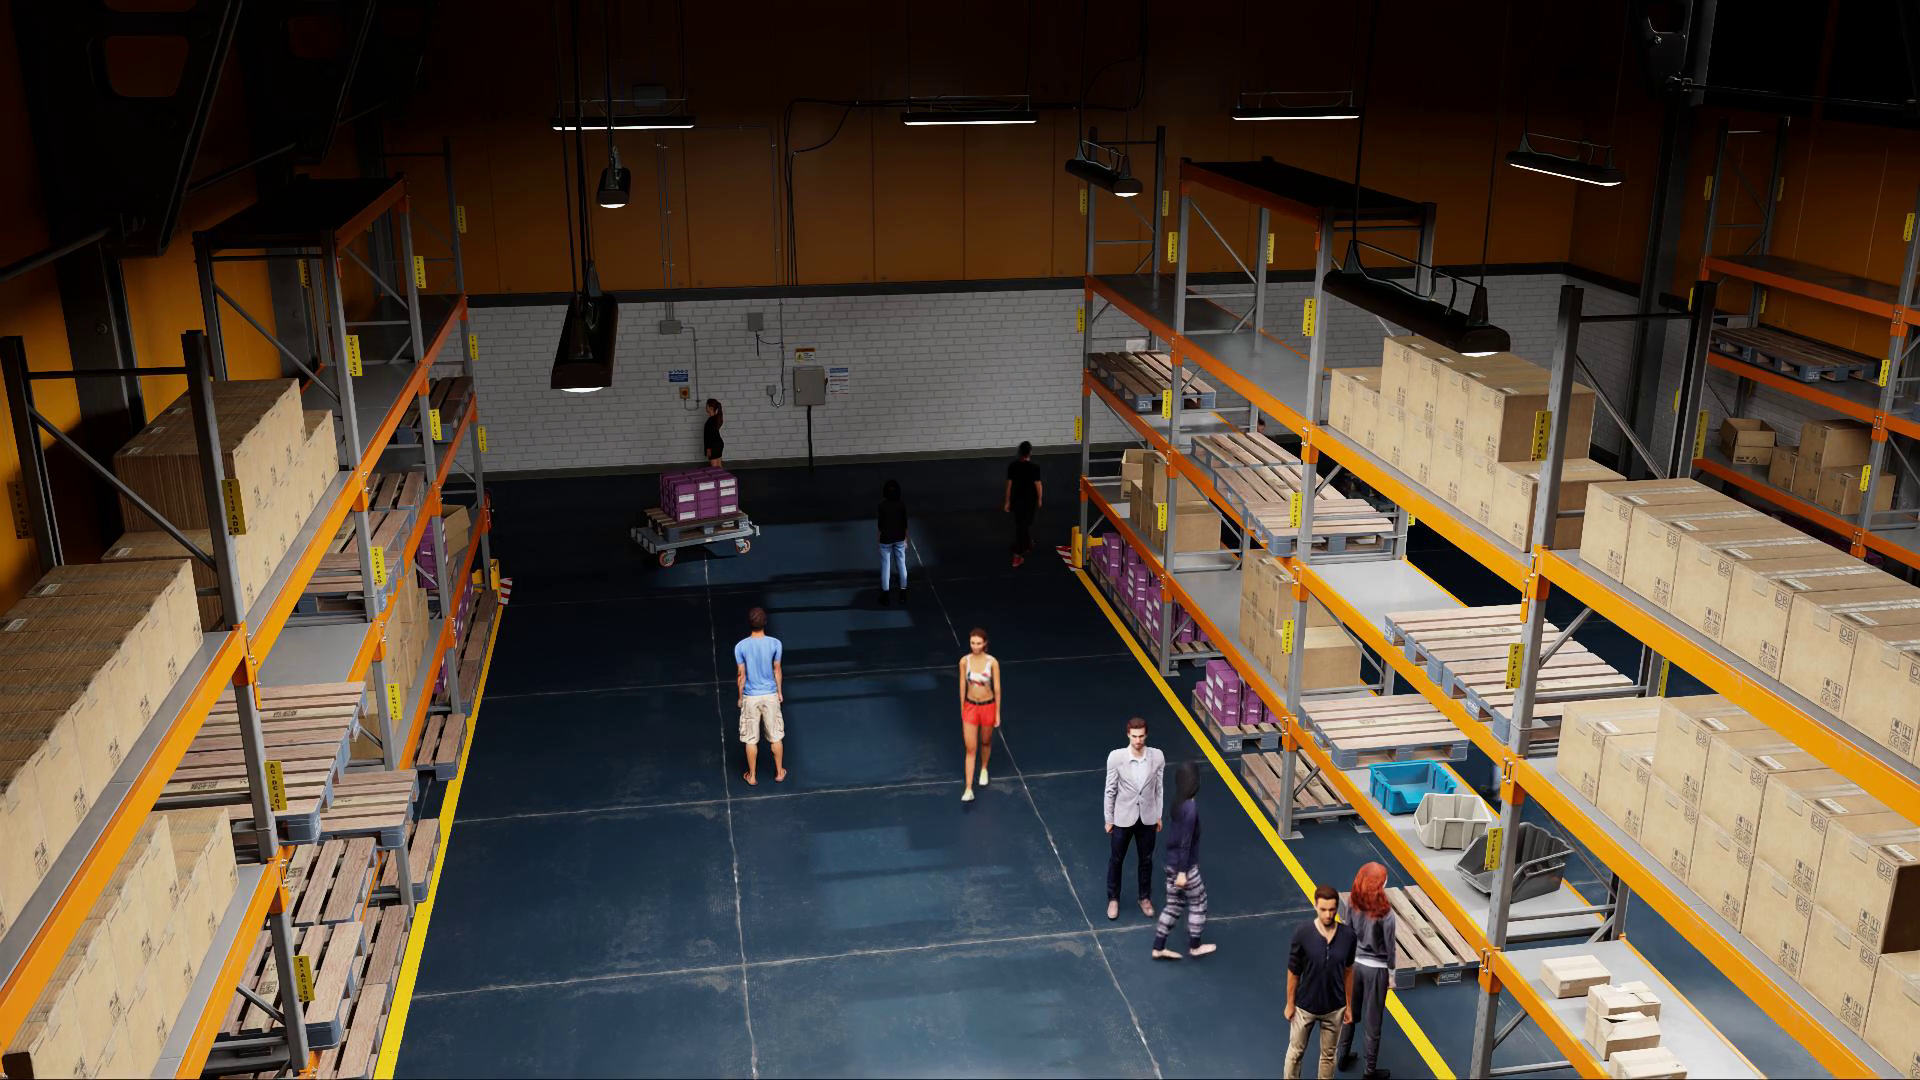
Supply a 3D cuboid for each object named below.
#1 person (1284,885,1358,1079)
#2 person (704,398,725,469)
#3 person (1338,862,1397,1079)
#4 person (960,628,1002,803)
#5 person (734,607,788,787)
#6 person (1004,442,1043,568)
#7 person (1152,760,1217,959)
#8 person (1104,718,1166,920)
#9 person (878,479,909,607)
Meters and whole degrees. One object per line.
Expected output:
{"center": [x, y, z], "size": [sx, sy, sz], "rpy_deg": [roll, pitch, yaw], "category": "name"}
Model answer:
{"center": [2.542, 3.275, 11.796], "size": [0.663, 1.859, 0.576], "rpy_deg": [0, 19, 0], "category": "person"}
{"center": [-3.896, -1.502, 26.457], "size": [0.668, 1.556, 0.590], "rpy_deg": [5, 19, 15], "category": "person"}
{"center": [2.998, 3.165, 12.248], "size": [0.715, 1.780, 0.612], "rpy_deg": [-16, 24, -39], "category": "person"}
{"center": [0.225, 1.687, 16.679], "size": [0.830, 1.753, 1.152], "rpy_deg": [2, 19, 7], "category": "person"}
{"center": [-2.024, 1.576, 16.837], "size": [0.662, 1.862, 0.564], "rpy_deg": [-5, 19, -14], "category": "person"}
{"center": [0.862, -0.463, 23.128], "size": [1.051, 1.711, 1.185], "rpy_deg": [9, 21, 26], "category": "person"}
{"center": [1.786, 2.707, 13.778], "size": [0.759, 1.672, 0.717], "rpy_deg": [-1, 19, -2], "category": "person"}
{"center": [1.514, 2.387, 14.445], "size": [0.692, 1.852, 0.594], "rpy_deg": [-1, 19, -4], "category": "person"}
{"center": [-0.880, 0.028, 21.686], "size": [0.579, 1.702, 0.558], "rpy_deg": [-5, 19, -15], "category": "person"}
